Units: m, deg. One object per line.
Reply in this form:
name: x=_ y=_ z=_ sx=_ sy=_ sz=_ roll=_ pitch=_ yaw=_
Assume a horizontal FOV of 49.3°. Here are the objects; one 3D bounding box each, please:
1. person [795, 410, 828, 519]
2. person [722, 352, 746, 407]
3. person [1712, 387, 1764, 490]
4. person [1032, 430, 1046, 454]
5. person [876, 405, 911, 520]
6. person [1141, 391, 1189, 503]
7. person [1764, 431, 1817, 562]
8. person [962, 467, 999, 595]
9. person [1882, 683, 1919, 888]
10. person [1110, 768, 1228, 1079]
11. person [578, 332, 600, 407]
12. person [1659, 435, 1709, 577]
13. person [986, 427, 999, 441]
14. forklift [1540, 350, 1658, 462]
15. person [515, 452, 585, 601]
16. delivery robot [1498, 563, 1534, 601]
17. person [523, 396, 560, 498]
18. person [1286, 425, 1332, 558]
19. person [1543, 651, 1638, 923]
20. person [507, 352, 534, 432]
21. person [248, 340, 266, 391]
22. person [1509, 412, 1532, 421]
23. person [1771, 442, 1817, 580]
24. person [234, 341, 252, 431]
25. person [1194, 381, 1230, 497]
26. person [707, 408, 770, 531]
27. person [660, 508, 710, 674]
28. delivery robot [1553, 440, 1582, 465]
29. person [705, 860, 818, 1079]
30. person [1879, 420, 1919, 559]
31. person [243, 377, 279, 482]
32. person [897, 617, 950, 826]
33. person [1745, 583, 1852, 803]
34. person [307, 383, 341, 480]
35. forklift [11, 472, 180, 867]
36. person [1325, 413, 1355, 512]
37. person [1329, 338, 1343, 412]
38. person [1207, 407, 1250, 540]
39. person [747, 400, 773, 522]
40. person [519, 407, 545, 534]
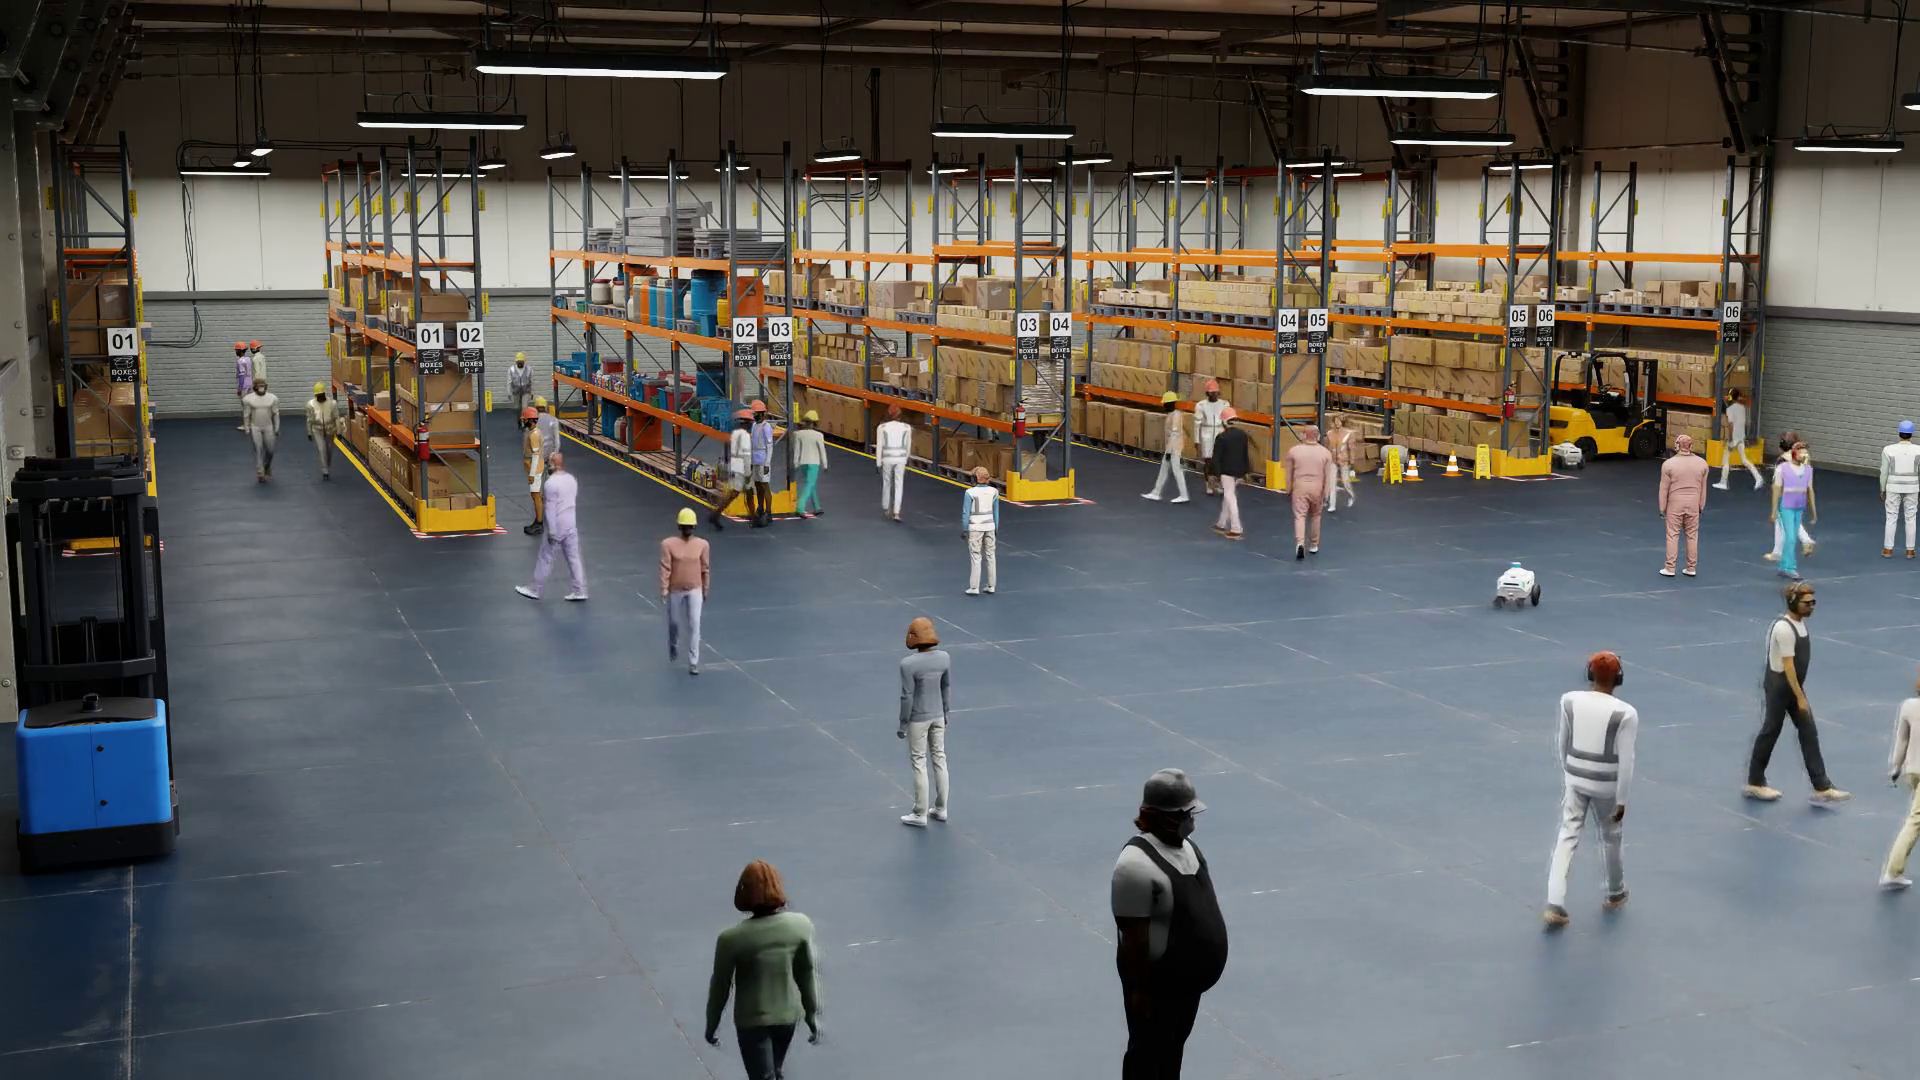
person: x=-2.426 y=-1.230 z=33.727 sx=0.540 sy=1.727 sz=0.876 roll=6 pitch=10 yaw=33
person: x=-5.112 y=-3.466 z=47.982 sx=1.003 sy=1.943 sz=0.669 roll=3 pitch=9 yaw=20
person: x=13.884 y=-1.794 z=37.211 sx=0.537 sy=1.831 sz=0.927 roll=-5 pitch=10 yaw=-31
person: x=1.566 y=-2.419 z=41.168 sx=0.601 sy=1.888 sz=0.933 roll=-2 pitch=9 yaw=-10
person: x=-1.068 y=-1.255 z=33.593 sx=0.577 sy=1.831 sz=1.017 roll=-1 pitch=9 yaw=-5
person: x=3.507 y=-1.564 z=35.414 sx=0.813 sy=1.888 sz=0.611 roll=-1 pitch=9 yaw=-4
person: x=11.607 y=-0.603 z=29.221 sx=0.640 sy=1.830 sz=0.579 roll=-7 pitch=11 yaw=-41
person: x=0.274 y=-0.118 z=26.645 sx=0.515 sy=1.634 sz=0.312 roll=-5 pitch=10 yaw=-32
person: x=6.910 y=1.667 z=14.874 sx=0.878 sy=1.583 sz=0.519 roll=-3 pitch=9 yaw=-21
person: x=1.058 y=2.142 z=10.368 sx=0.537 sy=2.000 sz=0.678 roll=5 pitch=10 yaw=28
person: x=-9.607 y=-4.415 z=54.191 sx=0.606 sy=1.966 sz=0.367 roll=7 pitch=11 yaw=38
person: x=9.674 y=-0.462 z=28.082 sx=0.636 sy=1.899 sz=0.401 roll=0 pitch=9 yaw=-1
person: x=0.641 y=-2.969 z=45.668 sx=0.557 sy=1.619 sz=0.423 roll=-1 pitch=9 yaw=-6
forklift: x=12.897 y=-2.725 z=42.309 sx=2.313 sy=2.155 sz=1.214 roll=-3 pitch=9 yaw=-21
person: x=-5.110 y=-0.164 z=26.193 sx=0.927 sy=1.863 sz=0.661 roll=4 pitch=9 yaw=24
delivery robot: x=6.849 y=0.522 z=25.790 sx=0.477 sy=0.478 sz=0.707 roll=4 pitch=9 yaw=24
person: x=-7.099 y=-1.535 z=35.493 sx=0.595 sy=1.818 sz=0.418 roll=-3 pitch=9 yaw=-20
person: x=4.946 y=-0.697 z=29.715 sx=0.638 sy=1.876 sz=0.905 roll=1 pitch=9 yaw=9
person: x=4.278 y=1.661 z=14.162 sx=0.592 sy=1.840 sz=1.006 roll=7 pitch=11 yaw=40
person: x=-10.069 y=-3.411 z=48.028 sx=0.598 sy=1.812 sz=0.680 roll=-1 pitch=9 yaw=-10
person: x=-16.643 y=-3.745 z=49.638 sx=0.396 sy=1.990 sz=0.621 roll=0 pitch=9 yaw=-3
person: x=11.172 y=-2.400 z=41.618 sx=0.499 sy=1.716 sz=0.487 roll=-1 pitch=9 yaw=-10
person: x=11.104 y=-0.374 z=27.686 sx=0.602 sy=1.824 sz=0.692 roll=-4 pitch=9 yaw=-23
person: x=-16.468 y=-3.541 z=48.104 sx=0.379 sy=2.045 sz=0.605 roll=0 pitch=9 yaw=0
person: x=4.381 y=-1.746 z=36.256 sx=0.642 sy=2.000 sz=0.970 roll=0 pitch=9 yaw=-1
person: x=-3.453 y=-1.096 z=32.393 sx=0.998 sy=1.888 sz=0.572 roll=-4 pitch=9 yaw=-22
person: x=-2.912 y=0.501 z=22.157 sx=0.535 sy=1.740 sz=0.761 roll=-2 pitch=9 yaw=-13
delivery robot: x=11.781 y=-1.704 z=40.632 sx=0.477 sy=0.478 sz=0.707 roll=-1 pitch=9 yaw=-6
person: x=-1.006 y=2.346 z=10.323 sx=0.525 sy=1.586 sz=0.829 roll=-5 pitch=10 yaw=-31
person: x=13.317 y=-0.715 z=29.582 sx=0.614 sy=1.947 sz=0.388 roll=3 pitch=9 yaw=19
person: x=-12.835 y=-2.035 z=38.479 sx=0.640 sy=1.928 sz=0.512 roll=-4 pitch=9 yaw=-25
person: x=-0.283 y=1.415 z=16.427 sx=0.507 sy=1.631 sz=0.272 roll=-8 pitch=11 yaw=-42
person: x=6.808 y=1.254 z=16.911 sx=0.903 sy=1.804 sz=0.511 roll=8 pitch=12 yaw=44
person: x=-11.847 y=-2.045 z=39.020 sx=0.599 sy=1.788 sz=0.845 roll=-3 pitch=9 yaw=-18
forklift: x=-6.630 y=0.886 z=15.957 sx=1.129 sy=2.768 sz=1.873 roll=-3 pitch=9 yaw=-21
person: x=6.272 y=-1.287 z=34.476 sx=0.523 sy=1.616 sz=0.658 roll=5 pitch=10 yaw=33
person: x=9.193 y=-3.979 z=51.374 sx=0.542 sy=1.939 sz=0.361 roll=-2 pitch=9 yaw=-13
person: x=3.962 y=-1.018 z=31.534 sx=0.653 sy=1.960 sz=0.889 roll=-7 pitch=11 yaw=-38
person: x=-3.180 y=-1.243 z=33.138 sx=0.364 sy=1.935 sz=0.553 roll=-5 pitch=10 yaw=-31
person: x=-6.524 y=-1.068 z=31.968 sx=0.355 sy=1.939 sz=0.544 roll=-1 pitch=9 yaw=-9
